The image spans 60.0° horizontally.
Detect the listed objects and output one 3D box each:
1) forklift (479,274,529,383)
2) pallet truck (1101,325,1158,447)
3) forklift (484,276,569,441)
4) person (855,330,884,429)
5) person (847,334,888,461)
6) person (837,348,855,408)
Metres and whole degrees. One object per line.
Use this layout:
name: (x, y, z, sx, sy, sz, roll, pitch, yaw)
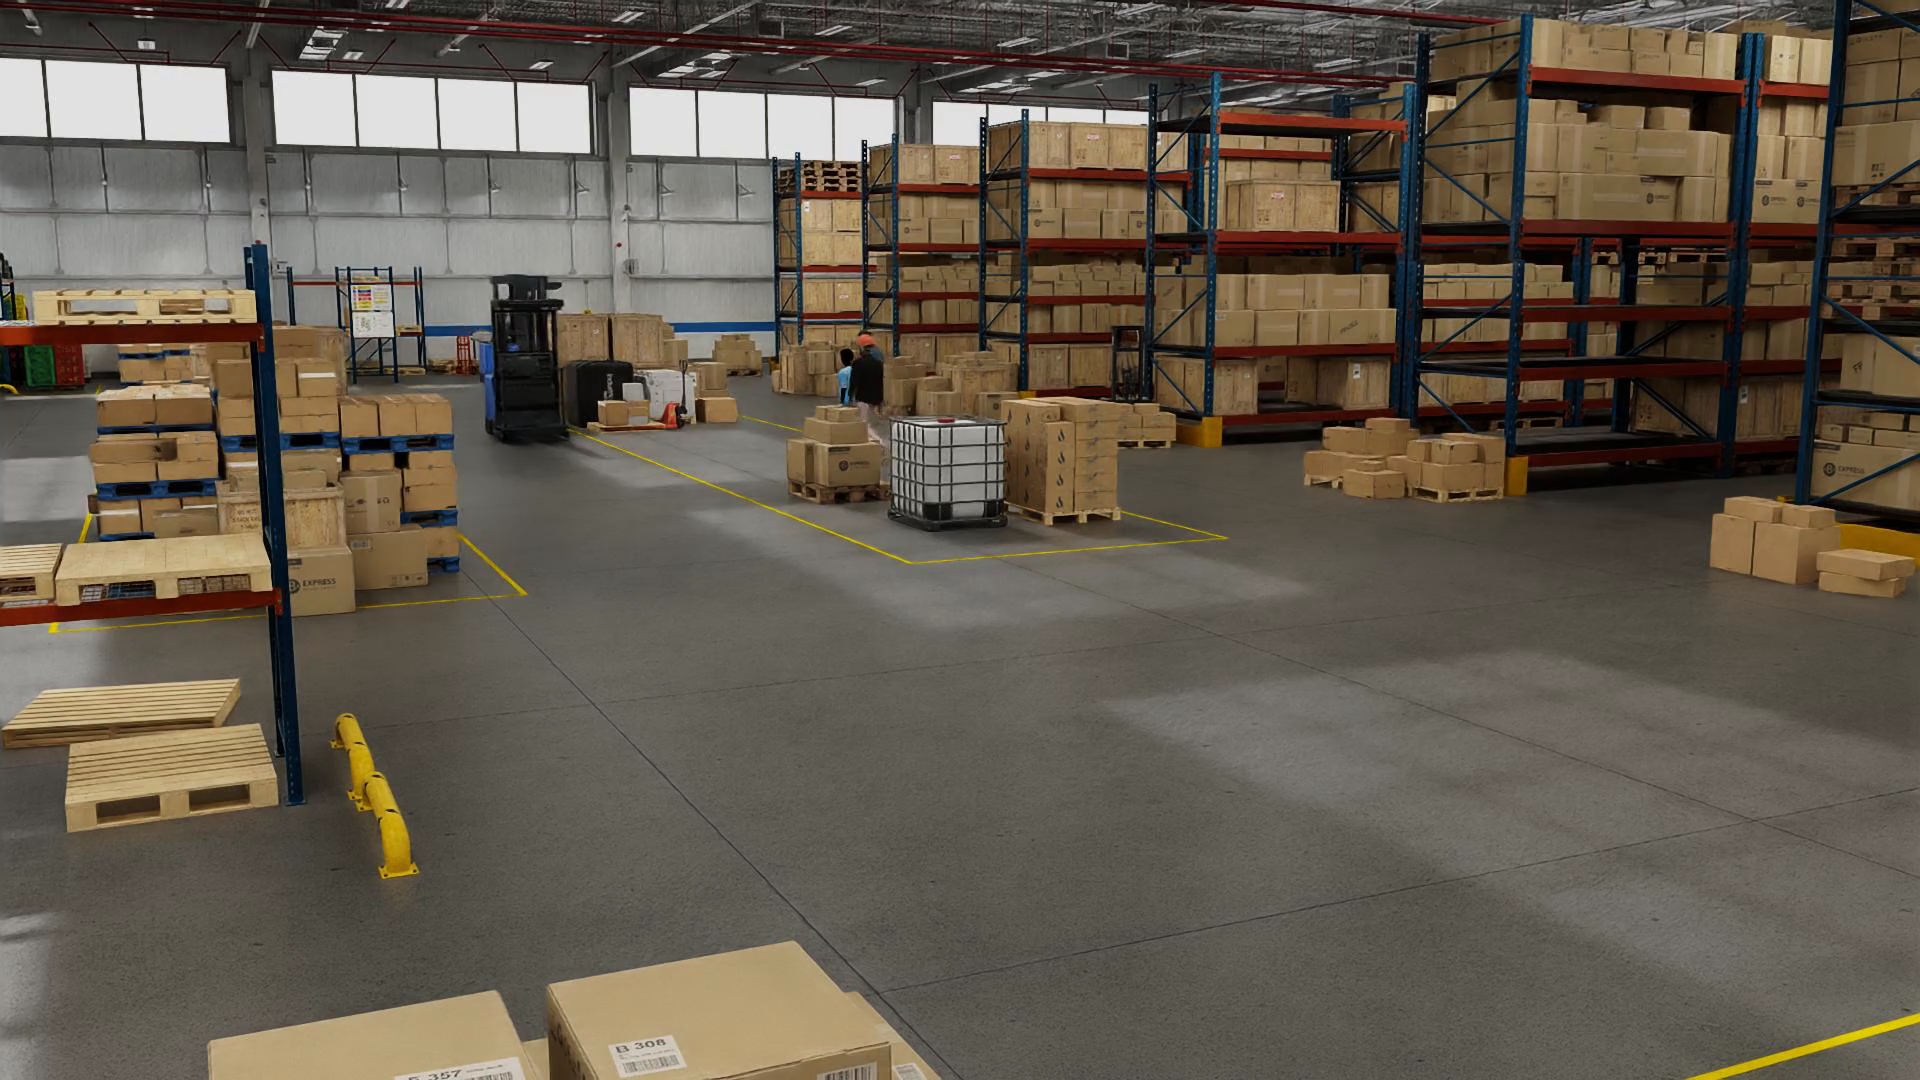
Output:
forklift: (-11.270, -5.375, 42.434, 1.873, 2.768, 1.129, -4, 10, -25)
pallet truck: (2.881, -2.596, 27.923, 0.823, 1.965, 1.885, -1, 9, -7)
forklift: (-7.621, -3.194, 28.901, 1.129, 2.768, 1.873, -4, 10, -26)
person: (-1.728, -2.941, 30.572, 0.446, 1.833, 0.642, -3, 10, -21)
person: (-1.376, -2.118, 25.059, 0.809, 1.970, 0.621, 8, 12, 40)
person: (-1.746, -2.161, 26.147, 0.322, 1.699, 0.536, 4, 10, 25)
